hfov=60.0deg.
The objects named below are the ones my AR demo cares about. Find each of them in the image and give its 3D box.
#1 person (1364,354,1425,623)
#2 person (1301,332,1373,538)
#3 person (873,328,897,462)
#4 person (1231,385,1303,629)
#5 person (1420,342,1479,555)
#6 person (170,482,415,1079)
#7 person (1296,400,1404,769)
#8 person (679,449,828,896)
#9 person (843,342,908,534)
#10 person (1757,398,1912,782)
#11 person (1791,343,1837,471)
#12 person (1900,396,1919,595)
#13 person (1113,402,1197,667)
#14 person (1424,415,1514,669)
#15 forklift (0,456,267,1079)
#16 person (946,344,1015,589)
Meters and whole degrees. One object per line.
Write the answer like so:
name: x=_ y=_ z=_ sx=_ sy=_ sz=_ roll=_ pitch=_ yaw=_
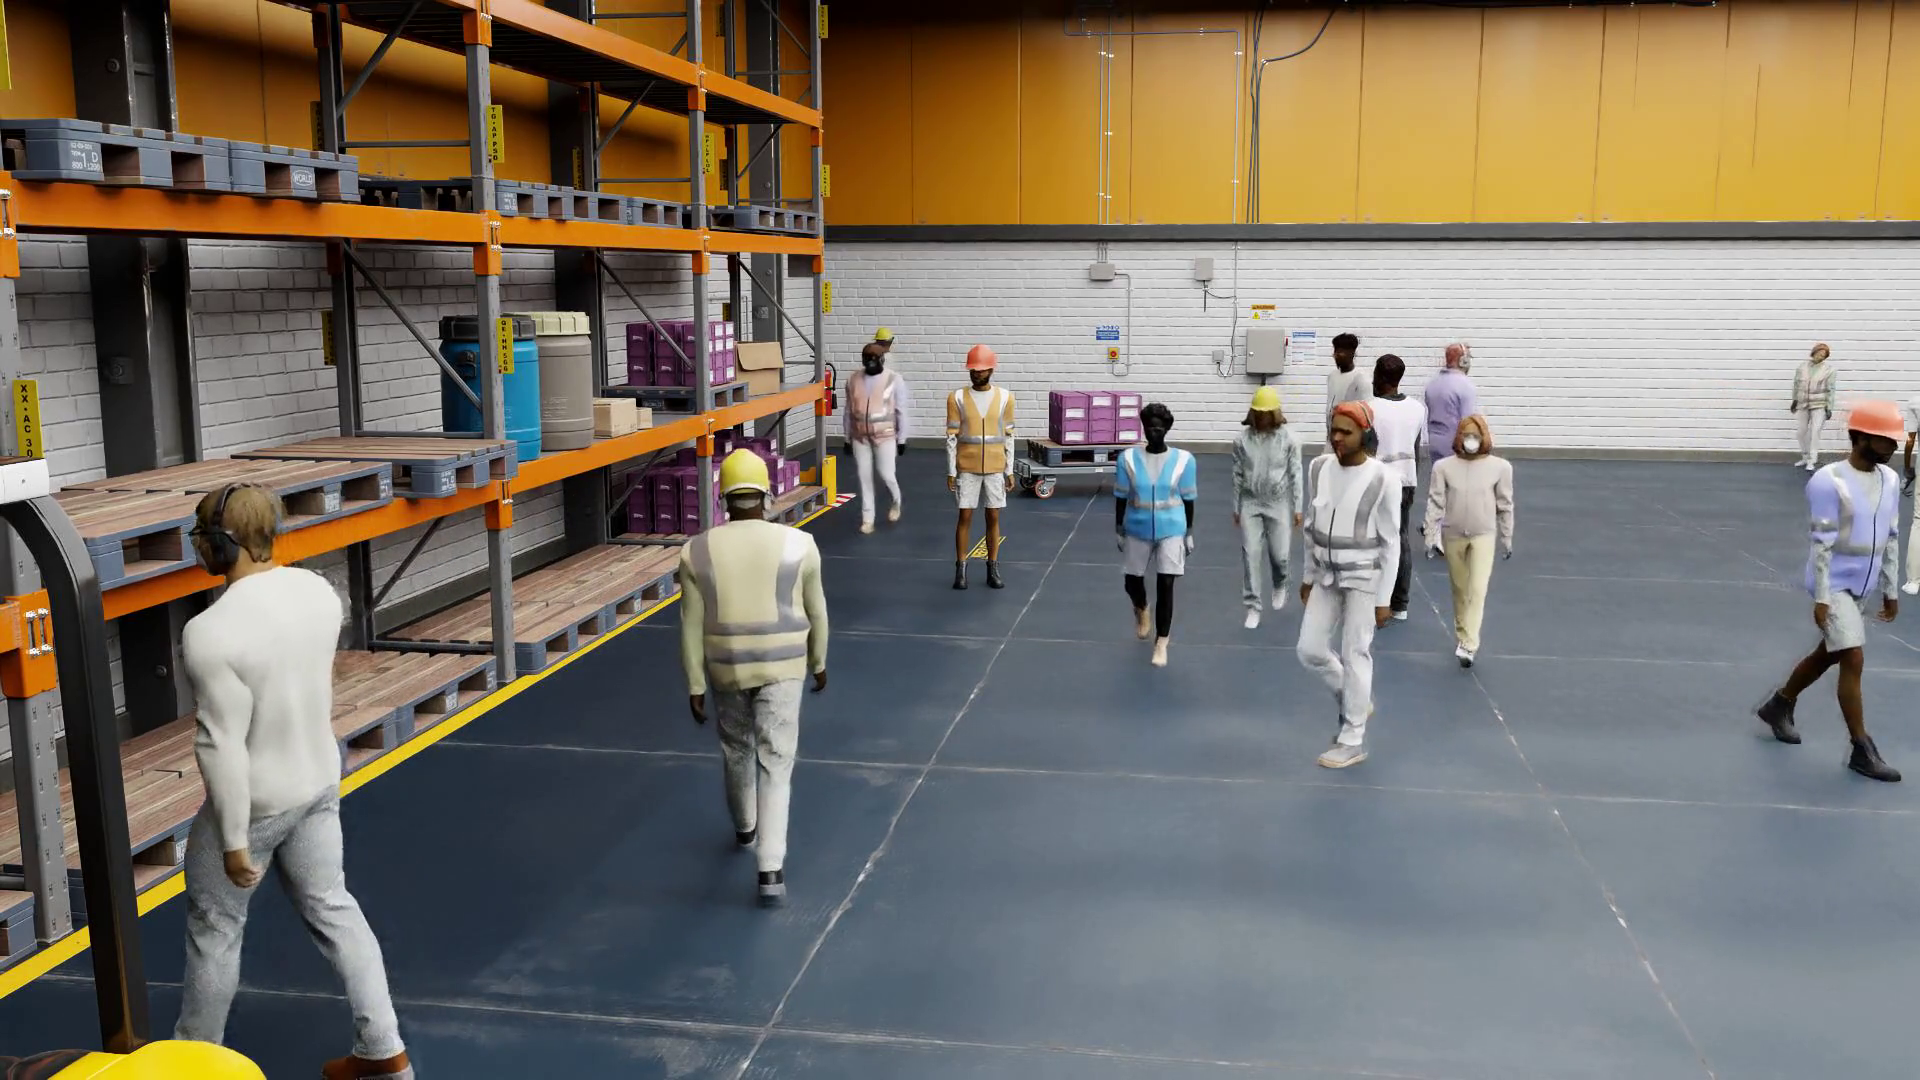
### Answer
person: x=3.043 y=-0.361 z=11.846 sx=0.591 sy=1.922 sz=0.392 roll=-6 pitch=11 yaw=-34
person: x=3.611 y=-0.968 z=15.531 sx=0.662 sy=1.959 sz=0.647 roll=-4 pitch=10 yaw=-25
person: x=-0.975 y=-1.860 z=21.566 sx=0.315 sy=1.769 sz=0.523 roll=1 pitch=9 yaw=5
person: x=2.177 y=-0.251 z=11.779 sx=0.508 sy=1.717 sz=0.612 roll=3 pitch=10 yaw=19
person: x=4.276 y=-0.779 z=14.498 sx=0.485 sy=1.892 sz=0.669 roll=-3 pitch=10 yaw=-16
person: x=-2.098 y=0.762 z=4.998 sx=0.882 sy=1.903 sz=0.636 roll=3 pitch=10 yaw=18
person: x=1.961 y=0.221 z=8.404 sx=0.445 sy=1.869 sz=0.617 roll=-7 pitch=12 yaw=-37
person: x=-0.842 y=0.516 z=6.855 sx=0.586 sy=1.790 sz=0.928 roll=0 pitch=9 yaw=0
person: x=-0.811 y=-0.985 z=15.977 sx=0.633 sy=1.826 sz=0.541 roll=3 pitch=10 yaw=16
person: x=4.469 y=0.203 z=8.496 sx=0.553 sy=1.893 sz=0.950 roll=-3 pitch=10 yaw=-20
person: x=10.752 y=-1.673 z=20.893 sx=0.559 sy=1.603 sz=0.574 roll=-6 pitch=11 yaw=-33
person: x=7.539 y=-0.492 z=12.810 sx=0.508 sy=1.872 sz=0.329 roll=6 pitch=11 yaw=33
person: x=1.258 y=-0.056 z=10.708 sx=0.537 sy=1.685 sz=0.567 roll=2 pitch=9 yaw=12
person: x=3.207 y=0.010 z=10.535 sx=0.524 sy=1.585 sz=0.856 roll=4 pitch=10 yaw=25
forklift: x=-2.328 y=0.975 z=2.765 sx=2.313 sy=2.155 sz=1.214 roll=1 pitch=9 yaw=9
person: x=0.169 y=-0.569 z=13.085 sx=0.549 sy=1.932 sz=0.375 roll=-1 pitch=9 yaw=-6
